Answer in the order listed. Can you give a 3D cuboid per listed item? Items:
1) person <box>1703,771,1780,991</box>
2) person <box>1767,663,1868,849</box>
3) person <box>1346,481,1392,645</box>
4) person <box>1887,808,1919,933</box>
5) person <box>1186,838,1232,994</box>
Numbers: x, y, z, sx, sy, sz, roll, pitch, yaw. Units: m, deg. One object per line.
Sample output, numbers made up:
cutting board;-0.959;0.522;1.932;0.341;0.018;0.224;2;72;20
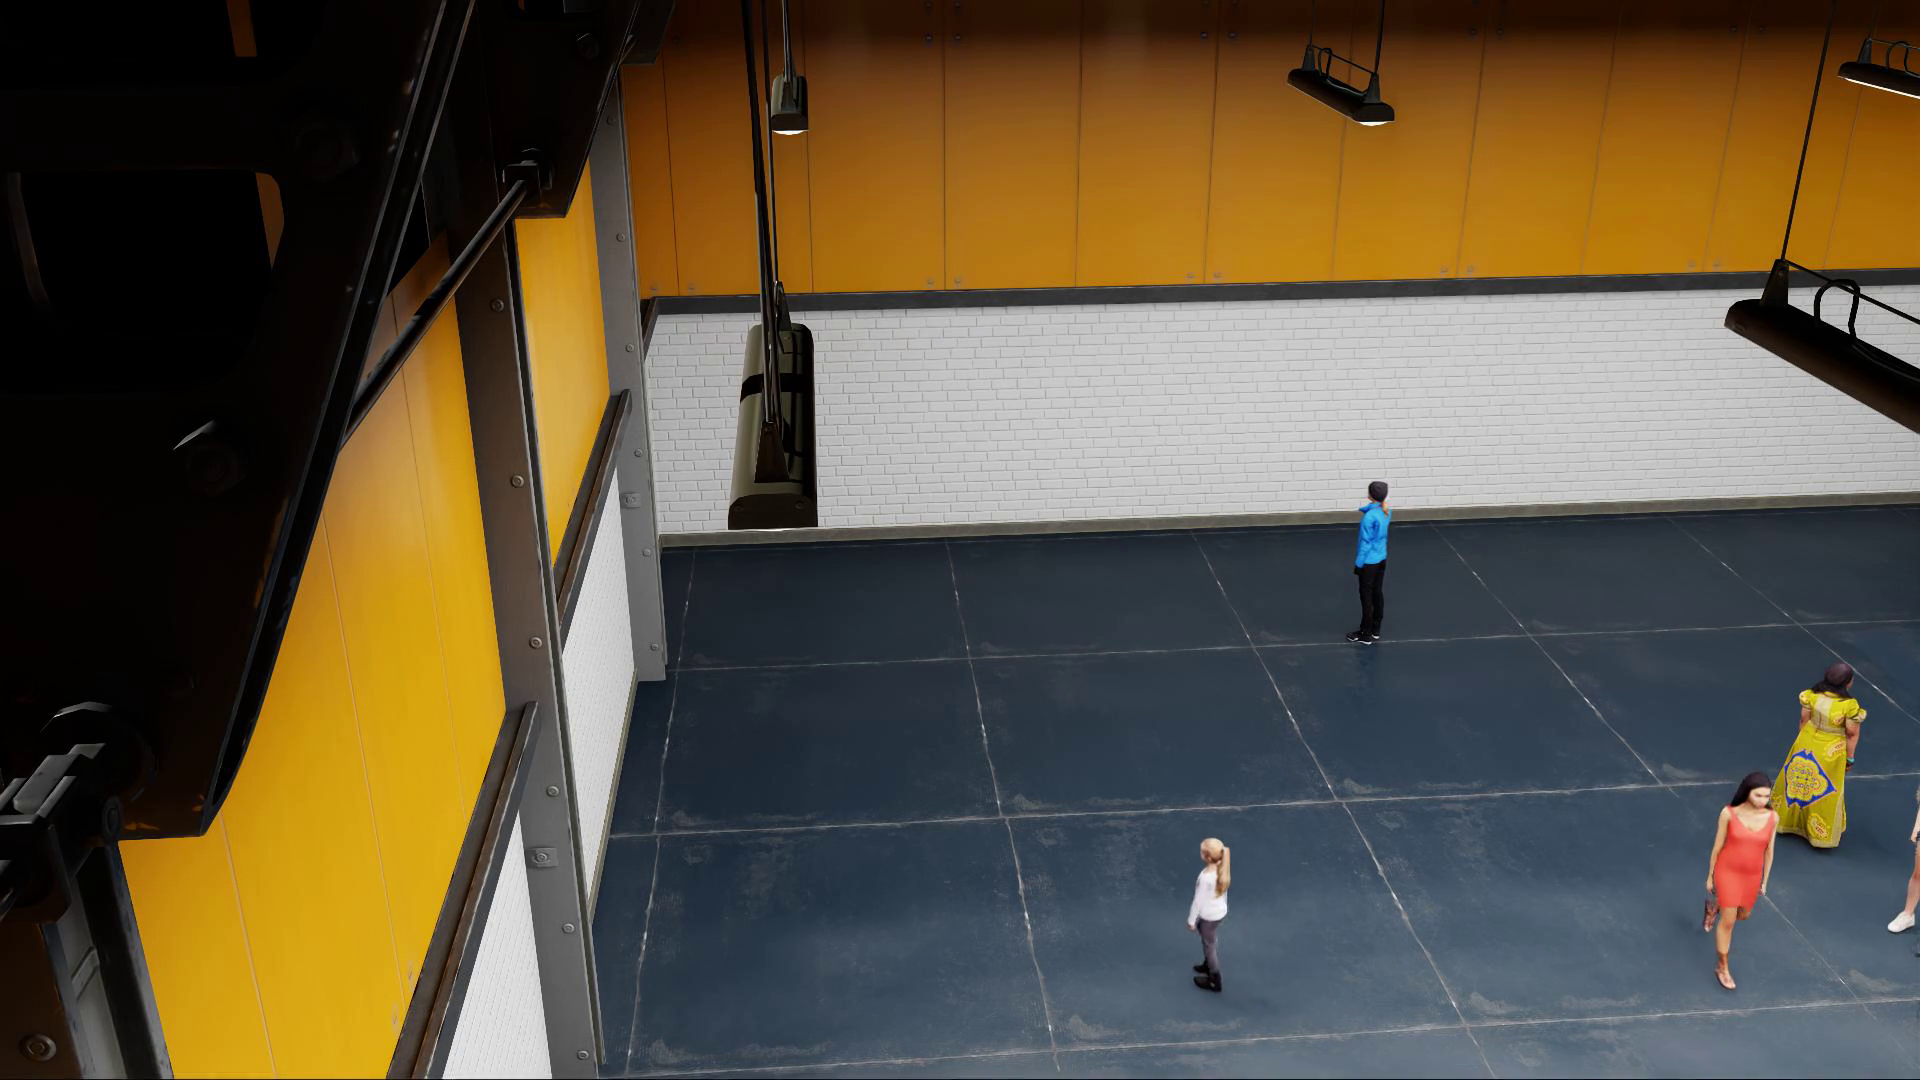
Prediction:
person;5.739;2.442;12.345;0.680;1.697;1.022;2;24;5
person;7.215;1.775;13.917;1.056;1.660;0.948;-17;29;-34
person;4.287;0.225;17.295;0.690;1.795;0.721;-20;31;-38
person;7.489;2.279;12.644;0.715;1.757;0.613;-18;29;-35
person;1.895;2.755;12.166;0.669;1.267;0.607;17;29;35
